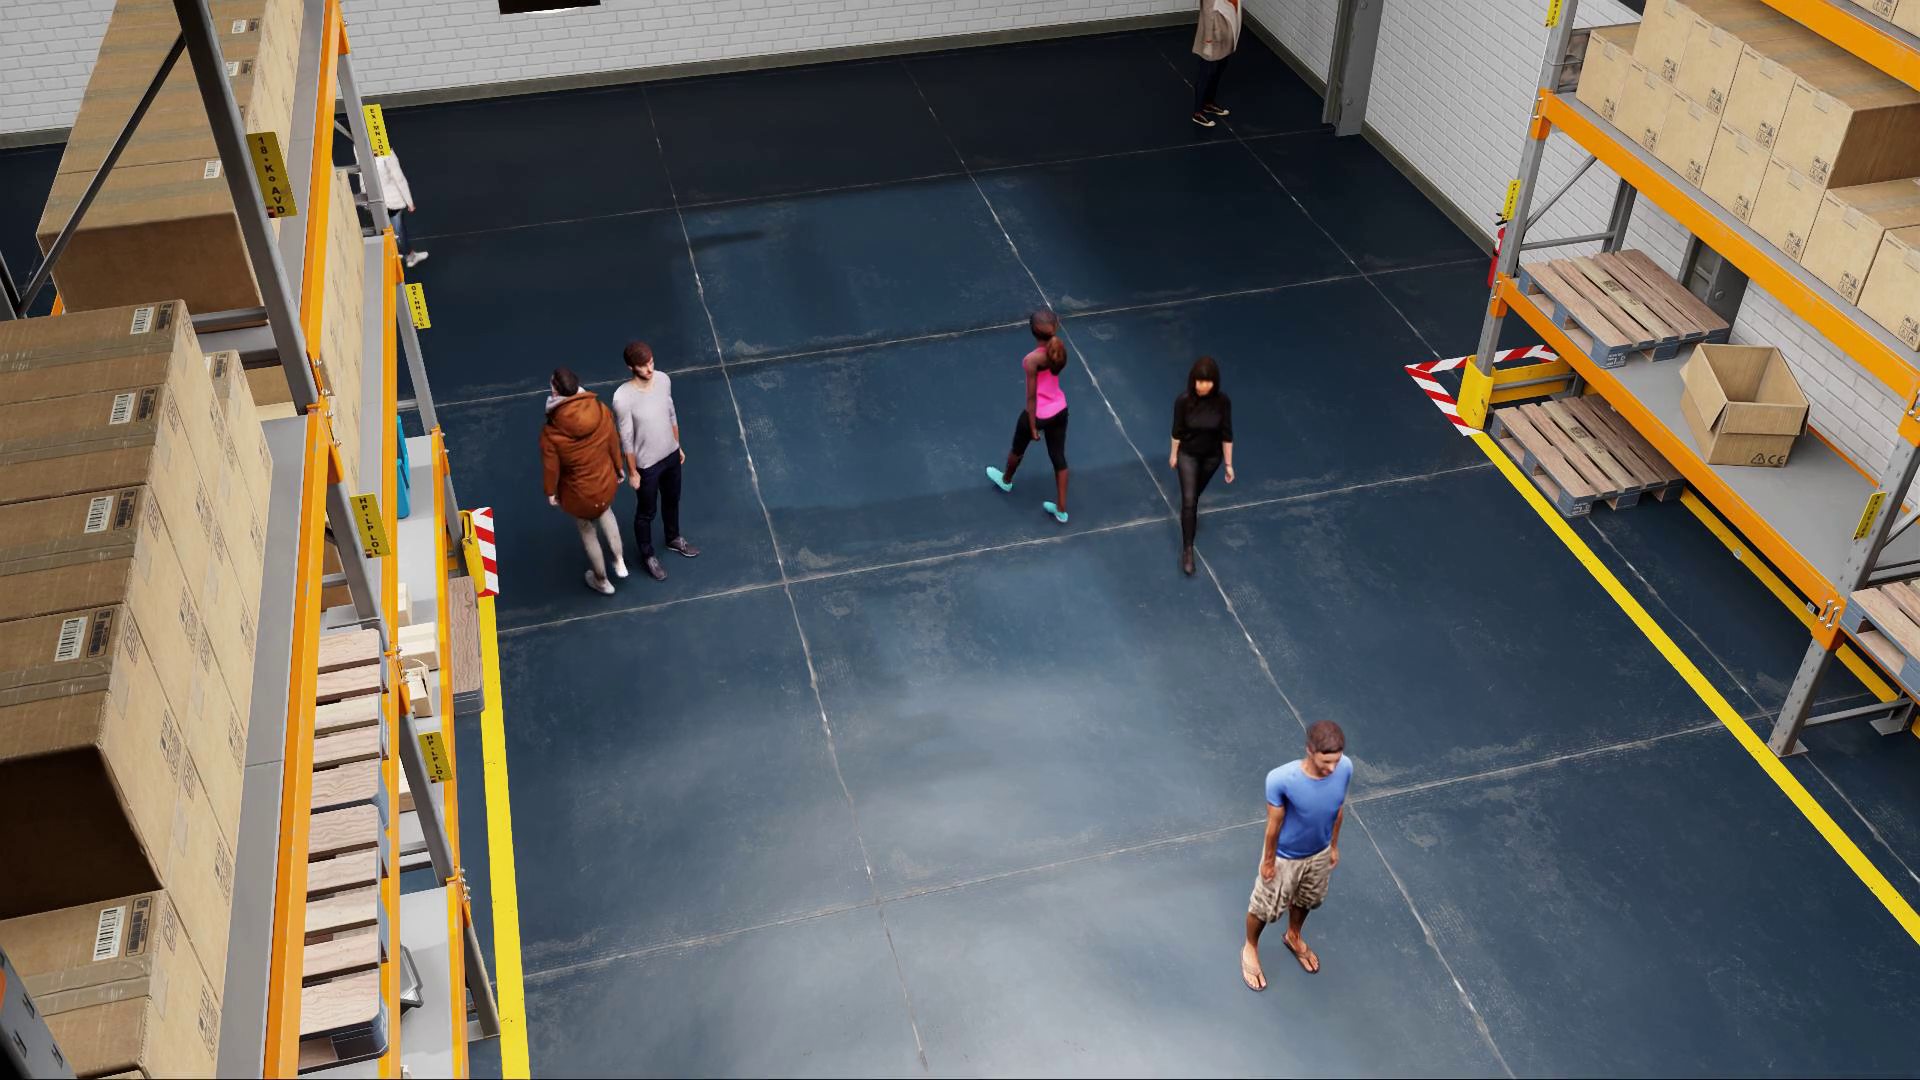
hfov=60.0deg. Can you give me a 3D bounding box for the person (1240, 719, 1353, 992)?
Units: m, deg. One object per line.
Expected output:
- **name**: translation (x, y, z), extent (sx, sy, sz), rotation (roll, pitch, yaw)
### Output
- **person**: translation (1.793, 1.627, 8.852), extent (0.658, 1.865, 0.575), rotation (-12, 40, -15)

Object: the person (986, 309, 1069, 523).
- **person**: translation (0.683, -0.862, 12.108), extent (0.760, 1.690, 1.057), rotation (-23, 44, -26)

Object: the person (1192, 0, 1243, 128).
- **person**: translation (2.700, -5.359, 17.578), extent (0.867, 1.890, 0.813), rotation (22, 43, 25)

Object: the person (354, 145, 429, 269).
- **person**: translation (-5.177, -3.012, 14.866), extent (1.043, 1.607, 1.141), rotation (17, 42, 20)

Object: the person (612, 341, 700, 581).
- **person**: translation (-2.153, -0.589, 11.643), extent (0.764, 1.844, 0.736), rotation (25, 45, 28)

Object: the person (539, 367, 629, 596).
- **person**: translation (-2.496, -0.351, 11.359), extent (0.847, 1.826, 0.854), rotation (-29, 47, -31)

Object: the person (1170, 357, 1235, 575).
- **person**: translation (1.712, -0.646, 11.907), extent (0.752, 1.603, 1.117), rotation (-1, 39, -1)
